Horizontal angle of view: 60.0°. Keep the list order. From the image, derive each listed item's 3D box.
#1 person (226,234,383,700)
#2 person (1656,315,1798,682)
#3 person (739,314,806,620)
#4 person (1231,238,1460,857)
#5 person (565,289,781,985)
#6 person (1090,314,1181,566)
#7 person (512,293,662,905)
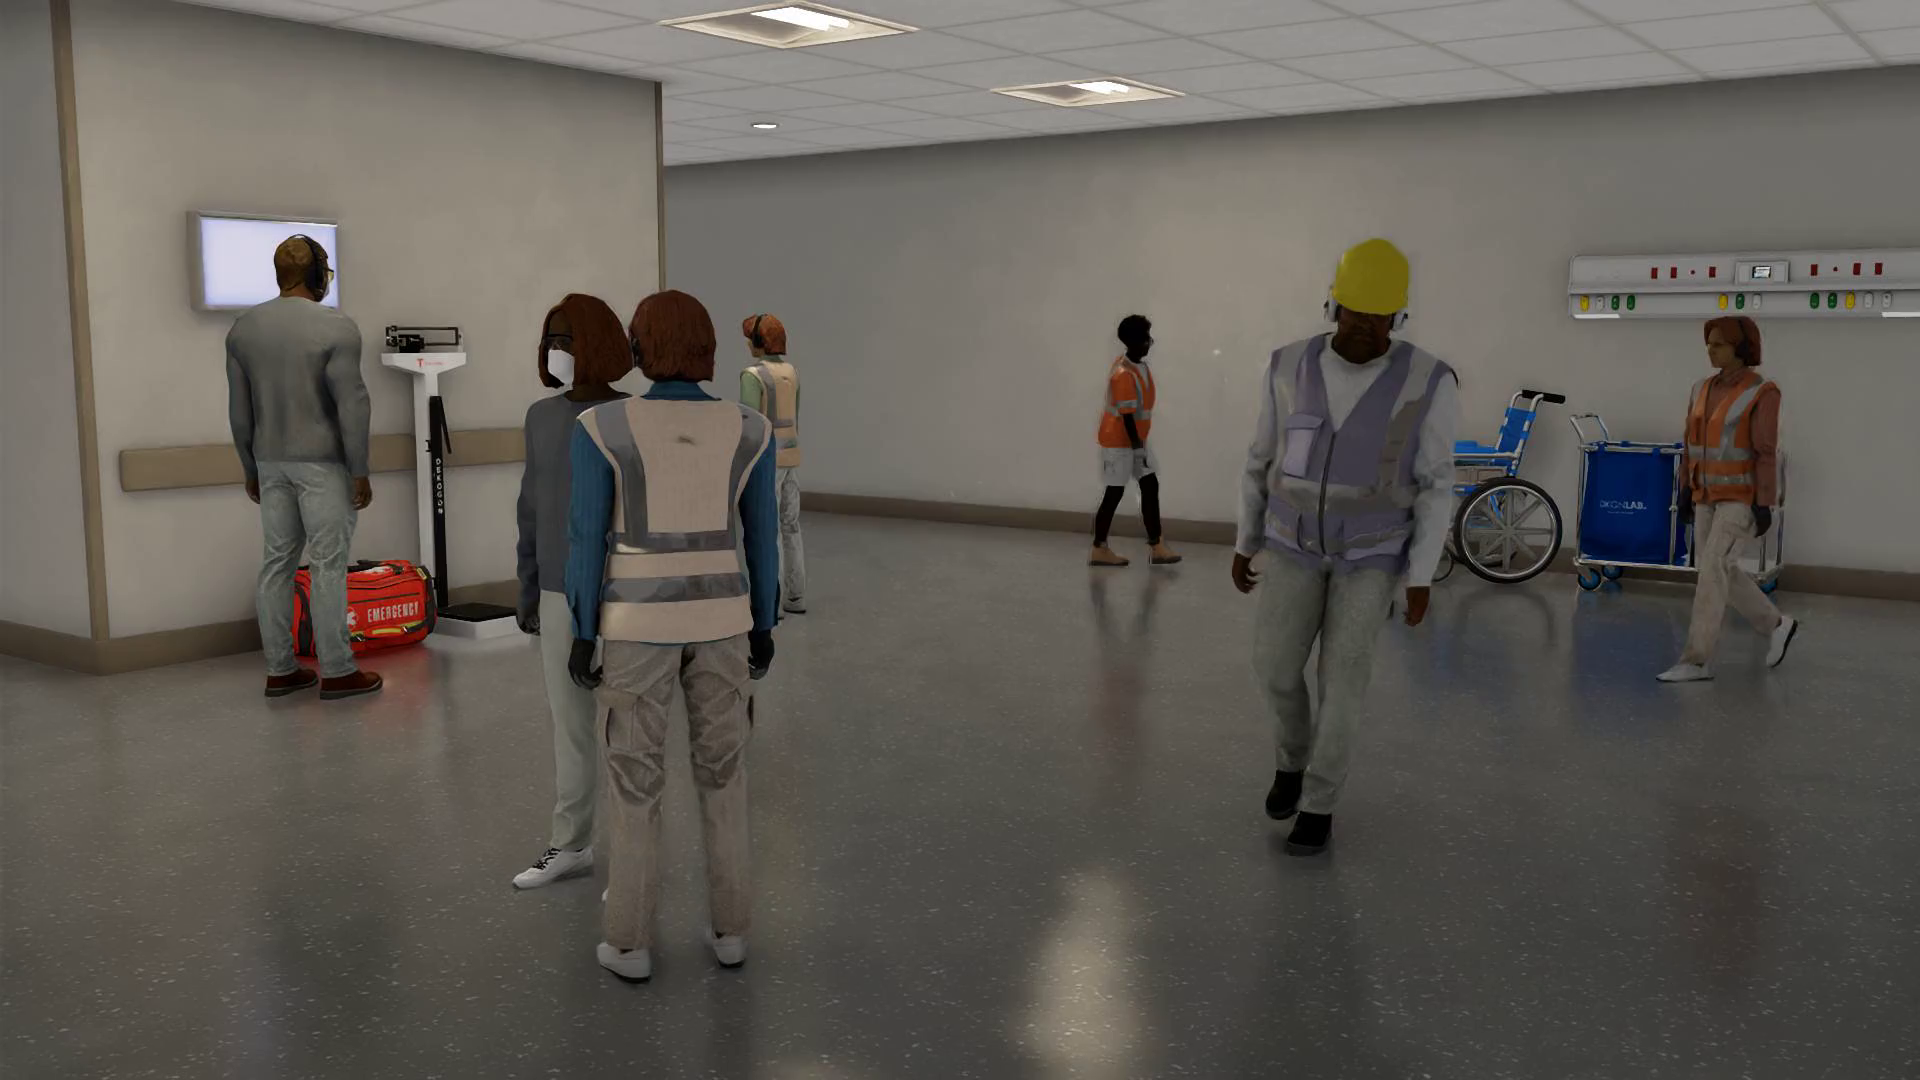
[{"bbox_3d":[-2.745,-0.299,6.963,0.633,1.938,0.356,2,7,17],"label":"person"},{"bbox_3d":[3.423,-0.183,7.330,0.730,1.612,0.525,-2,7,-13],"label":"person"},{"bbox_3d":[-1.015,-0.387,8.913,0.316,1.632,0.520,3,8,24],"label":"person"},{"bbox_3d":[1.100,0.035,4.856,0.657,1.792,0.485,4,8,27],"label":"person"},{"bbox_3d":[-0.670,0.229,3.947,0.526,1.632,0.312,-4,8,-28],"label":"person"},{"bbox_3d":[1.143,-0.623,10.726,0.675,1.647,0.585,4,8,30],"label":"person"},{"bbox_3d":[-0.998,0.159,4.496,0.499,1.634,0.279,4,8,28],"label":"person"}]
